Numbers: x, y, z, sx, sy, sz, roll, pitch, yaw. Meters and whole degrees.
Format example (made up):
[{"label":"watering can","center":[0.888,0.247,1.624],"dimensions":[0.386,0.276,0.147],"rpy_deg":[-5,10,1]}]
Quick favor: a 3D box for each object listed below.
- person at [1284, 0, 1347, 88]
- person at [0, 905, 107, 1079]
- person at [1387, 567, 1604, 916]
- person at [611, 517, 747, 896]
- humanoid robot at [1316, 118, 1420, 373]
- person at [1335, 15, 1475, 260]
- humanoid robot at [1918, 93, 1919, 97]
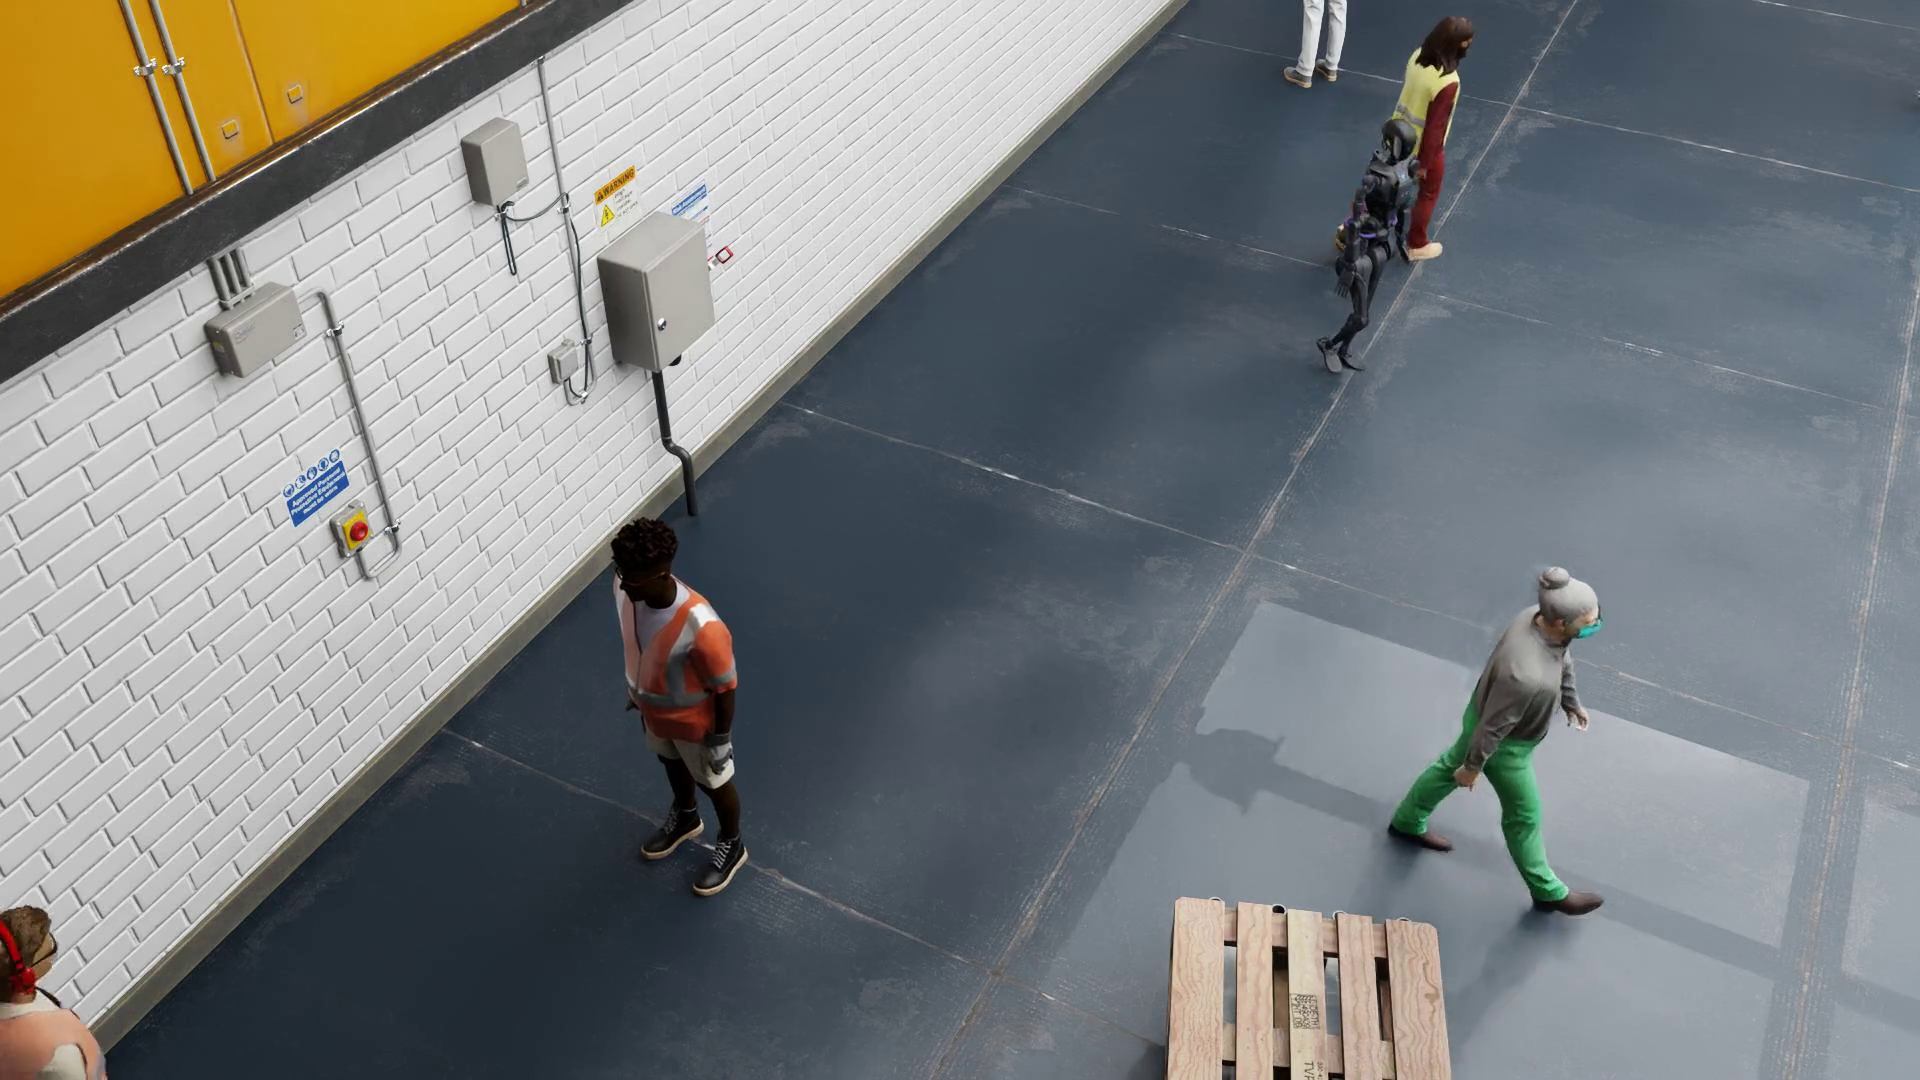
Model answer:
[{"label":"person","center":[2.805,-4.395,12.699],"dimensions":[0.572,1.883,0.354],"rpy_deg":[-16,43,-17]},{"label":"person","center":[-2.931,1.891,5.456],"dimensions":[0.593,1.818,0.486],"rpy_deg":[25,47,27]},{"label":"person","center":[2.314,0.787,6.760],"dimensions":[0.957,1.788,0.520],"rpy_deg":[14,43,15]},{"label":"person","center":[-1.144,0.679,6.752],"dimensions":[0.607,1.964,0.368],"rpy_deg":[30,49,30]},{"label":"humanoid robot","center":[2.407,-1.714,9.748],"dimensions":[0.588,1.649,0.346],"rpy_deg":[-31,49,-31]},{"label":"person","center":[2.892,-2.524,10.633],"dimensions":[0.721,1.744,0.484],"rpy_deg":[-14,43,-16]},{"label":"humanoid robot","center":[7.686,-4.029,12.415],"dimensions":[0.975,1.781,0.541],"rpy_deg":[-8,41,-9]}]
